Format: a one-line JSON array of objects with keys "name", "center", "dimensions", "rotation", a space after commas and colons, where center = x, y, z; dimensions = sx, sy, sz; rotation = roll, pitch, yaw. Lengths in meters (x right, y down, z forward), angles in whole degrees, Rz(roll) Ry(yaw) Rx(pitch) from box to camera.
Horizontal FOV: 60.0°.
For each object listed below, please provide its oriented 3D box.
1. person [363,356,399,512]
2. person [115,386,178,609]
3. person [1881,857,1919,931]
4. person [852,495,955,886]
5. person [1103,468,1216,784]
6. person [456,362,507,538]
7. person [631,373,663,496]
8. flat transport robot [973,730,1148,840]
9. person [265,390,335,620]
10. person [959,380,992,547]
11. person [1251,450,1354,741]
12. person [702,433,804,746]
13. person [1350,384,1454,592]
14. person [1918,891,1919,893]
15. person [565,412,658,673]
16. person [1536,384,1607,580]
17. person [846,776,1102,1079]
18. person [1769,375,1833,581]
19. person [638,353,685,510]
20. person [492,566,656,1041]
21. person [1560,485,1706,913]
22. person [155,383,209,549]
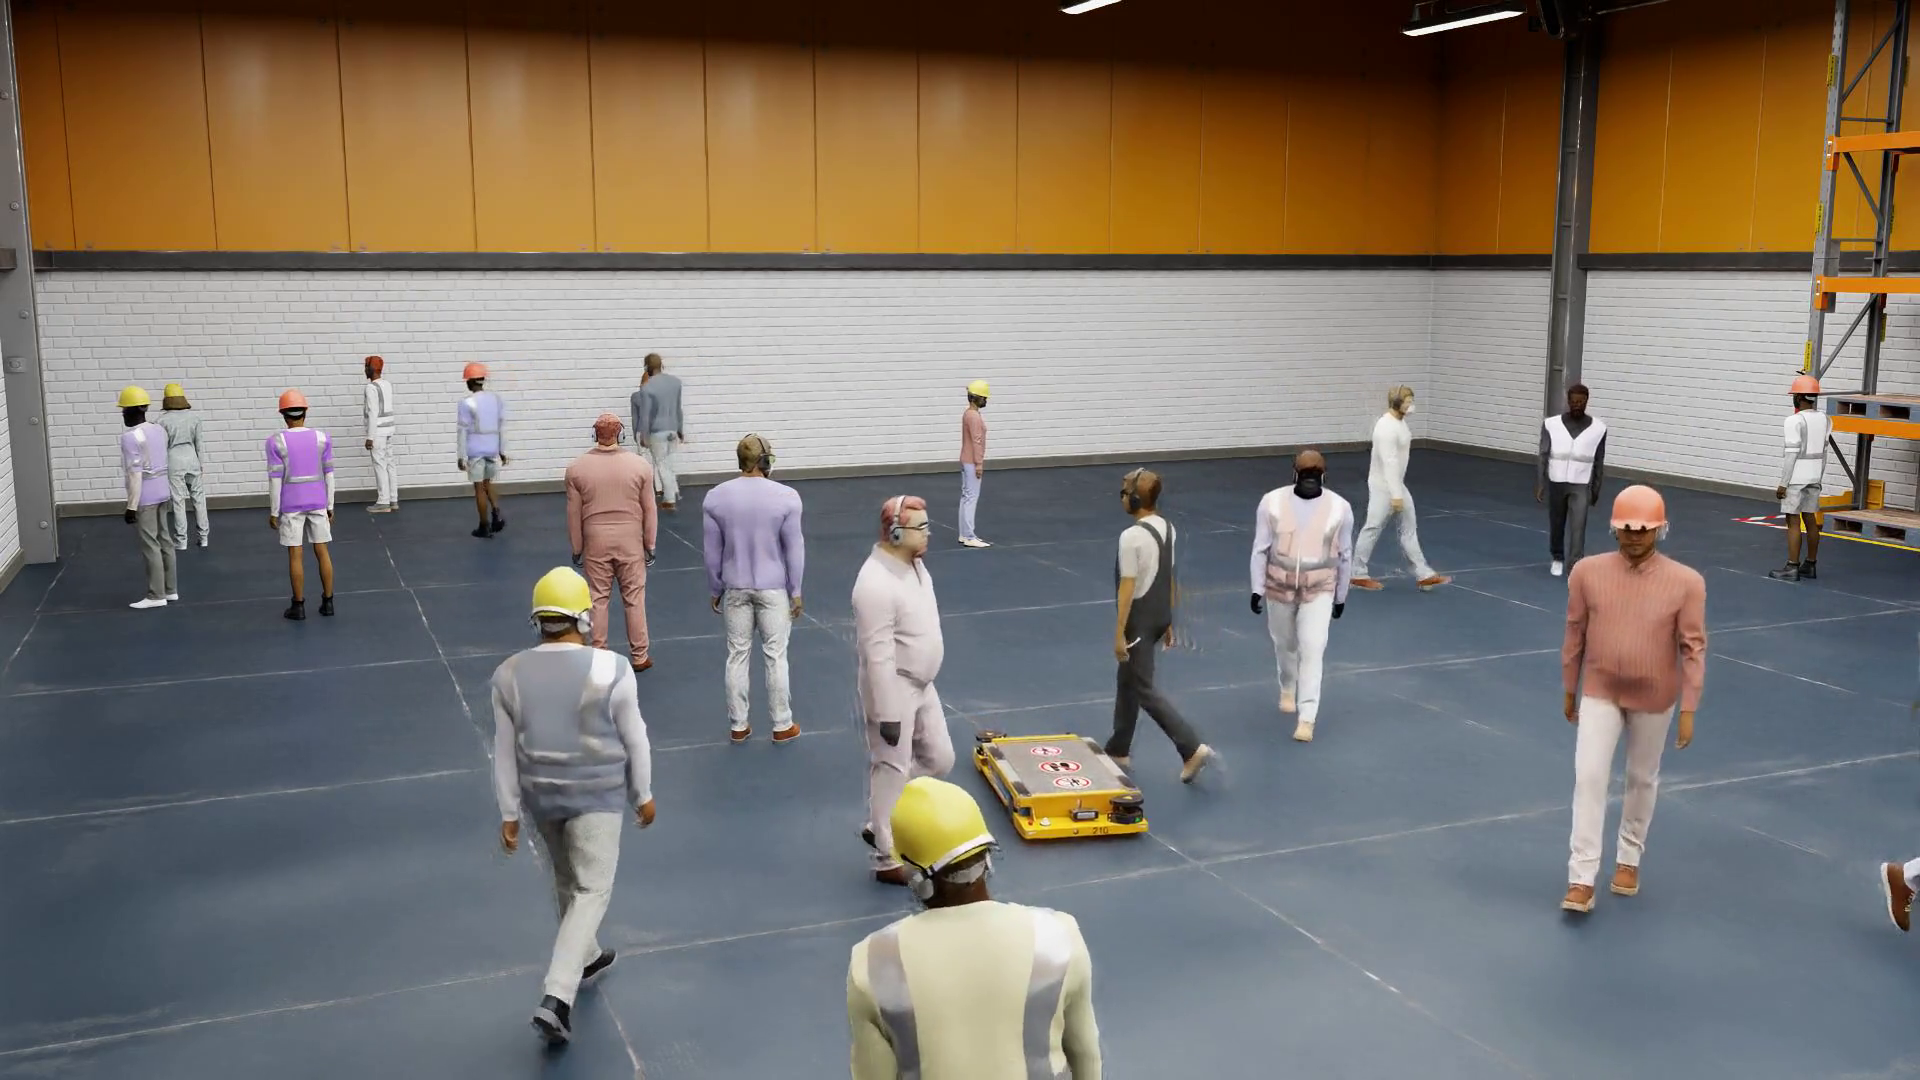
[{"name": "person", "center": [-7.000, -1.275, 20.042], "dimensions": [0.341, 1.882, 0.586], "rotation": [1, 9, 6]}, {"name": "person", "center": [-7.062, -0.366, 14.406], "dimensions": [0.388, 1.926, 0.590], "rotation": [0, 9, 3]}, {"name": "person", "center": [4.212, 0.906, 6.935], "dimensions": [0.520, 1.853, 0.698], "rotation": [-4, 10, -23]}, {"name": "person", "center": [-0.259, 0.725, 7.886], "dimensions": [0.427, 1.892, 0.676], "rotation": [3, 10, 17]}, {"name": "person", "center": [1.107, 0.492, 9.553], "dimensions": [0.843, 1.822, 0.515], "rotation": [7, 12, 35]}, {"name": "person", "center": [-5.222, -0.974, 18.094], "dimensions": [0.403, 1.923, 0.578], "rotation": [7, 12, 38]}, {"name": "person", "center": [-3.985, -1.369, 21.402], "dimensions": [0.494, 1.624, 0.279], "rotation": [1, 9, 5]}, {"name": "flat transport robot", "center": [0.524, 1.320, 9.192], "dimensions": [0.652, 0.197, 1.431], "rotation": [-2, 9, -10]}, {"name": "person", "center": [-5.527, -0.291, 13.949], "dimensions": [0.543, 1.928, 0.373], "rotation": [-7, 12, -38]}, {"name": "person", "center": [0.167, -0.807, 17.586], "dimensions": [0.338, 1.759, 0.528], "rotation": [-2, 10, -10]}, {"name": "person", "center": [2.195, 0.307, 10.699], "dimensions": [0.618, 1.808, 0.931], "rotation": [3, 10, 18]}, {"name": "person", "center": [-1.266, 0.312, 10.271], "dimensions": [0.629, 1.937, 0.376], "rotation": [1, 9, 9]}, {"name": "person", "center": [3.985, -0.443, 14.948], "dimensions": [0.973, 1.891, 0.661], "rotation": [5, 11, 28]}, {"name": "person", "center": [4.665, 0.934, 7.338], "dimensions": [0.521, 1.653, 0.837], "rotation": [-3, 10, -16]}, {"name": "person", "center": [-2.517, 0.028, 12.080], "dimensions": [0.643, 1.909, 0.410], "rotation": [-2, 9, -9]}, {"name": "person", "center": [5.722, -0.532, 15.606], "dimensions": [0.595, 1.874, 1.011], "rotation": [3, 10, 20]}, {"name": "person", "center": [0.044, 1.445, 3.873], "dimensions": [0.603, 1.790, 0.896], "rotation": [0, 9, 0]}, {"name": "person", "center": [7.914, -0.584, 15.693], "dimensions": [0.551, 1.935, 0.375], "rotation": [-4, 10, -25]}, {"name": "person", "center": [-3.631, -1.303, 20.109], "dimensions": [0.490, 1.914, 0.649], "rotation": [6, 11, 33]}, {"name": "person", "center": [-1.535, 1.004, 6.509], "dimensions": [0.580, 1.802, 0.888], "rotation": [2, 10, 14]}, {"name": "person", "center": [3.034, 0.737, 7.585], "dimensions": [0.634, 1.957, 0.913], "rotation": [5, 11, 29]}, {"name": "person", "center": [-8.173, -0.770, 17.429], "dimensions": [0.321, 1.736, 0.487], "rotation": [8, 12, 39]}]
